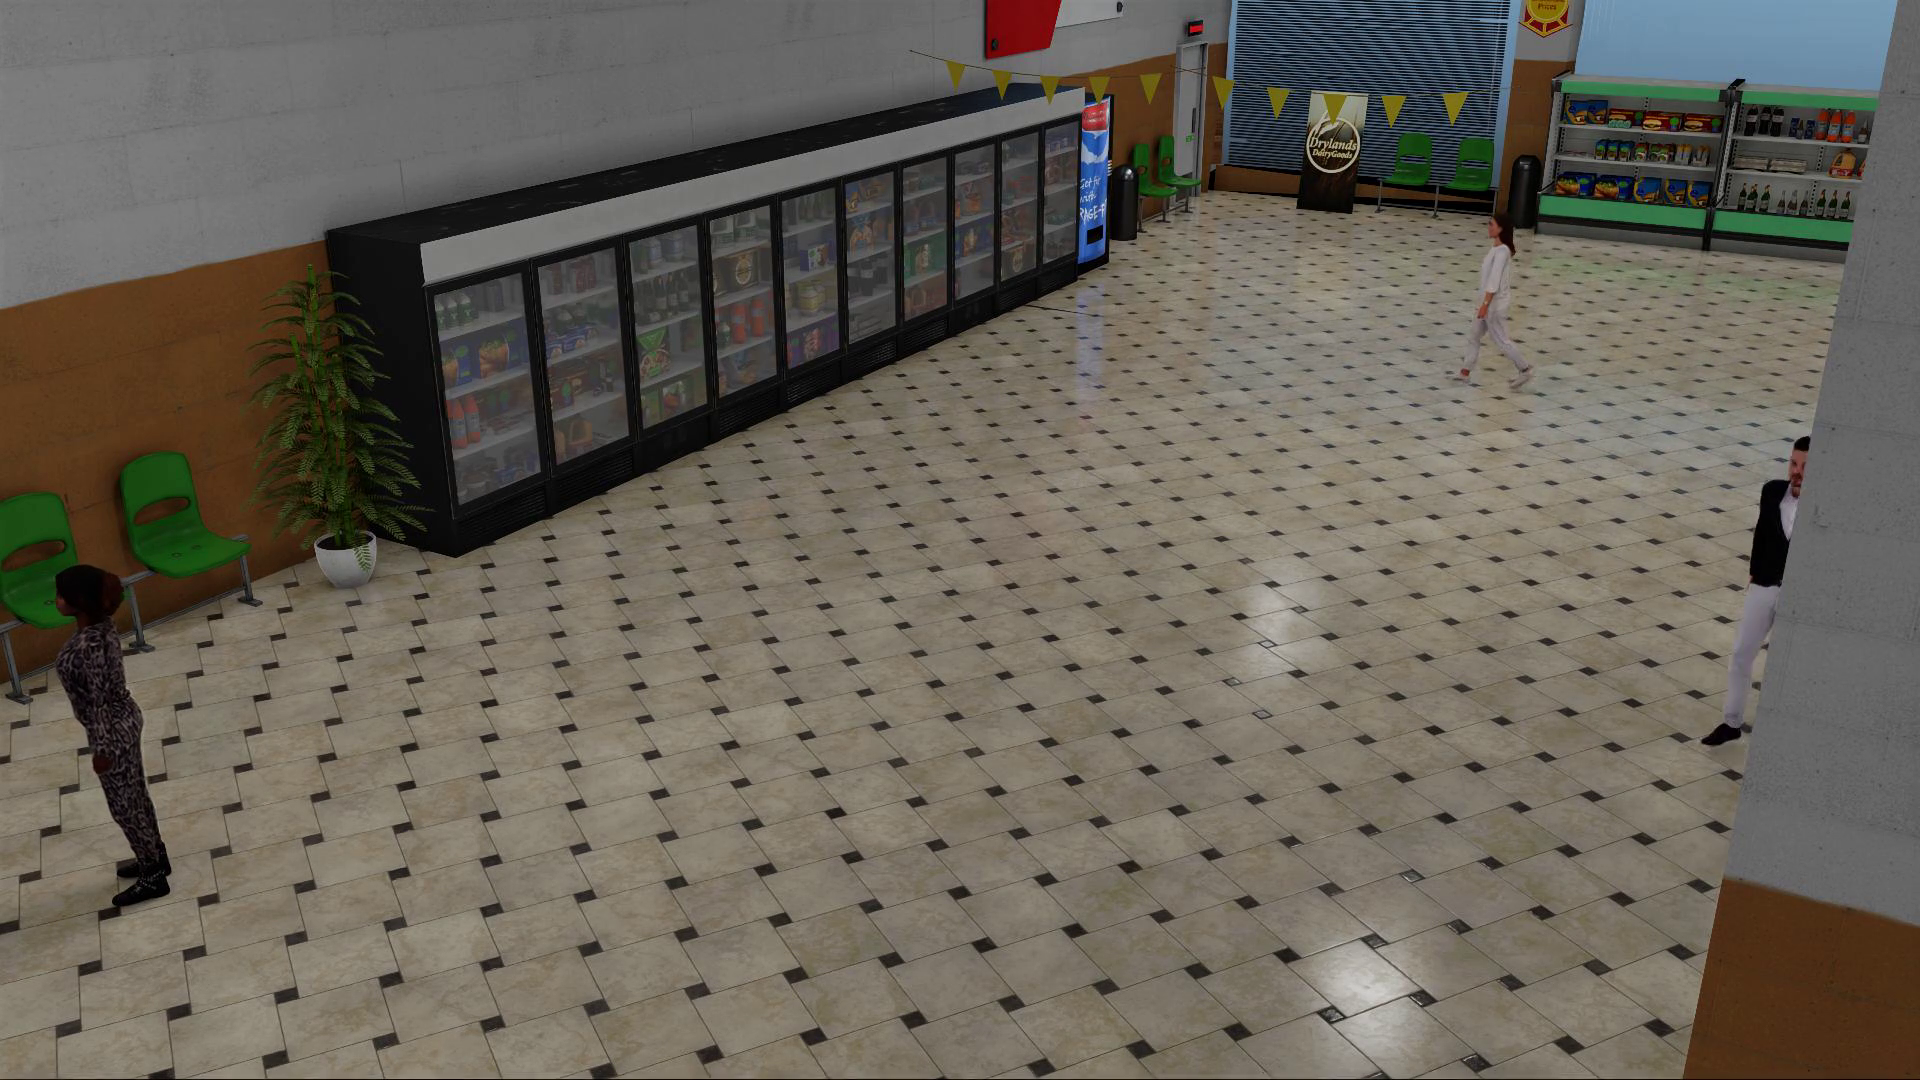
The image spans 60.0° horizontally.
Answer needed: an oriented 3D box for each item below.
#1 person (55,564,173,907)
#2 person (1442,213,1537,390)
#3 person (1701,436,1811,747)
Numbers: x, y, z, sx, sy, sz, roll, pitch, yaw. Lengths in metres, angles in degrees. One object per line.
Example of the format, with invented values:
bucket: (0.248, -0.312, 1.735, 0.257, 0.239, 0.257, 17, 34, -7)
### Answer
person: (-3.996, 0.913, 7.844, 0.743, 1.715, 0.676, -7, 23, -17)
person: (5.131, -2.225, 15.729, 1.148, 1.658, 0.855, 3, 22, 8)
person: (4.658, 0.287, 9.267, 0.920, 1.816, 0.959, -18, 28, -38)
